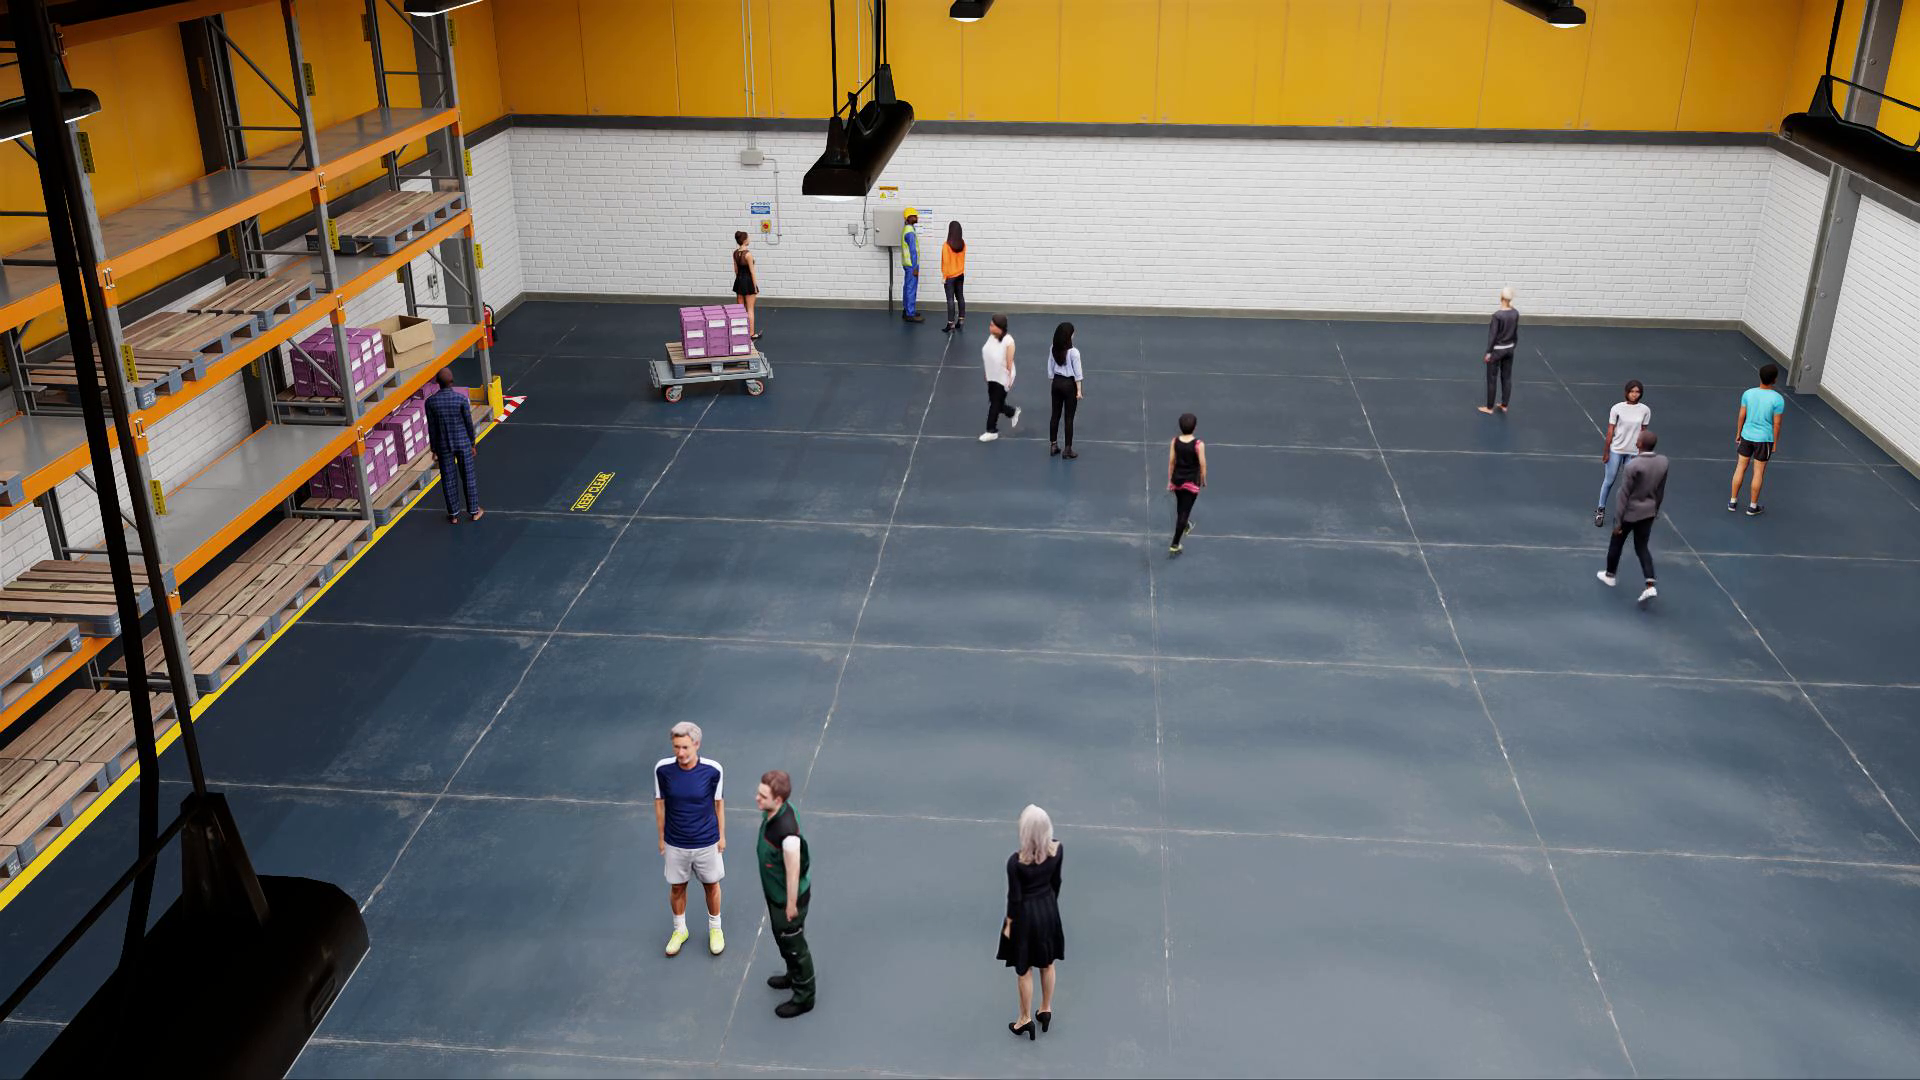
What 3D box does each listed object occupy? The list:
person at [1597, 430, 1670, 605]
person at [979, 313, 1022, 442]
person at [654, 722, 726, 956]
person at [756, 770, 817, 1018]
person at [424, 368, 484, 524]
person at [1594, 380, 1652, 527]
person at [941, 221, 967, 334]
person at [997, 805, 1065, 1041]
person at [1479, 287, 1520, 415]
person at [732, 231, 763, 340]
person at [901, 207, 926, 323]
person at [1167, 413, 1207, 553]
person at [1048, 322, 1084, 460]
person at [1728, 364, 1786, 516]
[{"bbox_3d":[6.948,-0.216,16.938,0.905,1.786,1.213,-4,24,-8],"label":"person"},{"bbox_3d":[0.541,-2.109,21.417,1.005,1.668,0.997,-11,26,-24],"label":"person"},{"bbox_3d":[-1.879,2.068,11.648,0.656,1.839,0.587,-1,24,-2],"label":"person"},{"bbox_3d":[-1.151,2.323,11.067,0.771,1.836,0.626,-7,24,-15],"label":"person"},{"bbox_3d":[-5.752,-1.082,18.879,0.739,1.818,0.714,-7,24,-15],"label":"person"},{"bbox_3d":[7.492,-0.981,18.771,0.593,1.719,0.515,3,24,7],"label":"person"},{"bbox_3d":[-0.088,-4.111,25.896,0.766,1.749,0.685,21,31,39],"label":"person"},{"bbox_3d":[0.474,2.478,10.825,0.698,1.747,0.738,-14,27,-29],"label":"person"},{"bbox_3d":[7.286,-2.565,22.388,0.688,1.726,0.669,-9,25,-19],"label":"person"},{"bbox_3d":[-3.305,-3.928,25.569,0.677,1.674,0.716,18,29,35],"label":"person"},{"bbox_3d":[-0.777,-4.403,26.482,0.786,1.813,0.605,-4,24,-9],"label":"person"},{"bbox_3d":[2.439,-0.606,18.170,0.862,1.514,1.093,15,28,30],"label":"person"},{"bbox_3d":[1.301,-1.882,20.803,0.727,1.743,0.743,18,30,36],"label":"person"},{"bbox_3d":[9.154,-1.160,19.109,0.691,1.777,0.717,20,30,38],"label":"person"}]
